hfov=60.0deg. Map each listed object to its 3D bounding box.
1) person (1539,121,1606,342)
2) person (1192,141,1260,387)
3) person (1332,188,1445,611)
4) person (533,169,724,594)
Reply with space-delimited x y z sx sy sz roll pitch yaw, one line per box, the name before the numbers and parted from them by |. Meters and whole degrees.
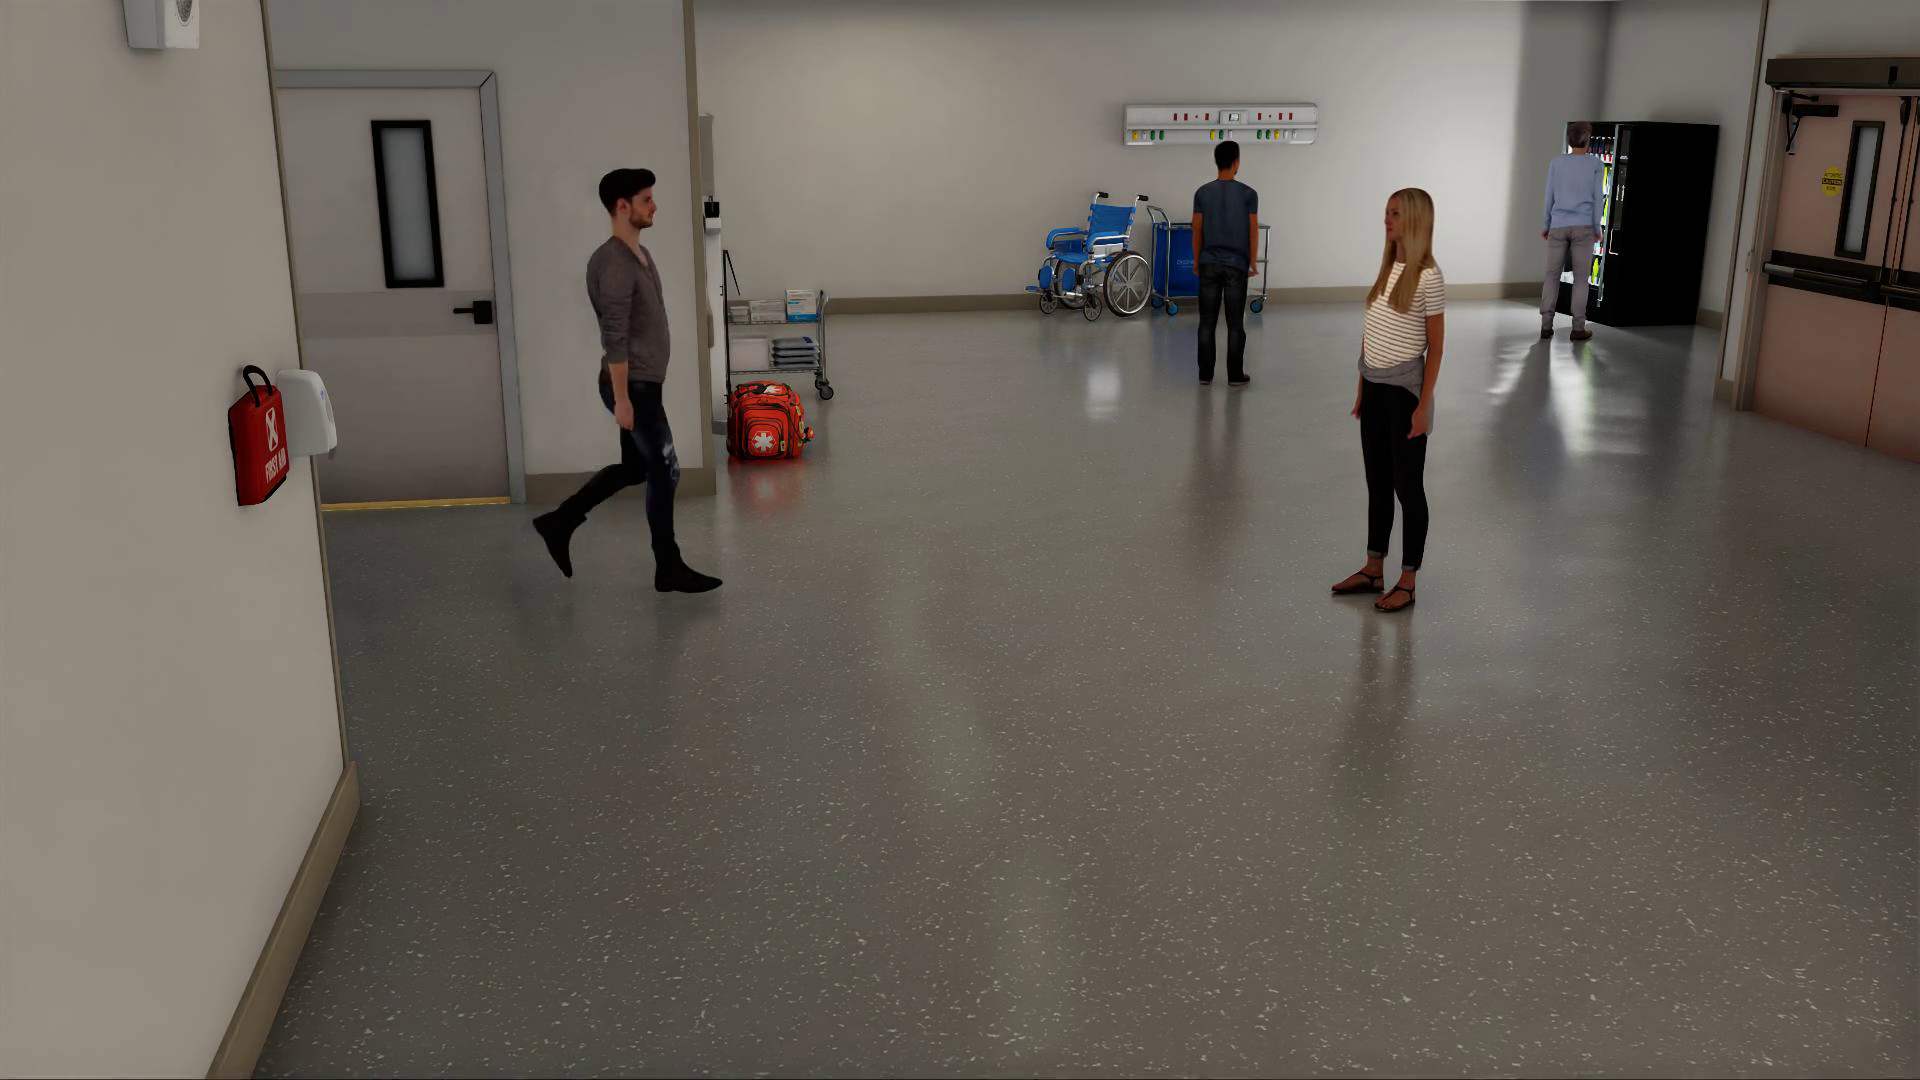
person | 5.394 -2.731 14.678 0.743 1.892 0.792 10 18 31
person | 1.980 -2.066 12.473 0.734 1.806 0.725 6 17 19
person | 1.927 -0.618 7.300 0.716 1.827 0.564 -8 18 -26
person | -1.534 -0.671 7.397 0.866 1.877 1.086 0 16 -1
